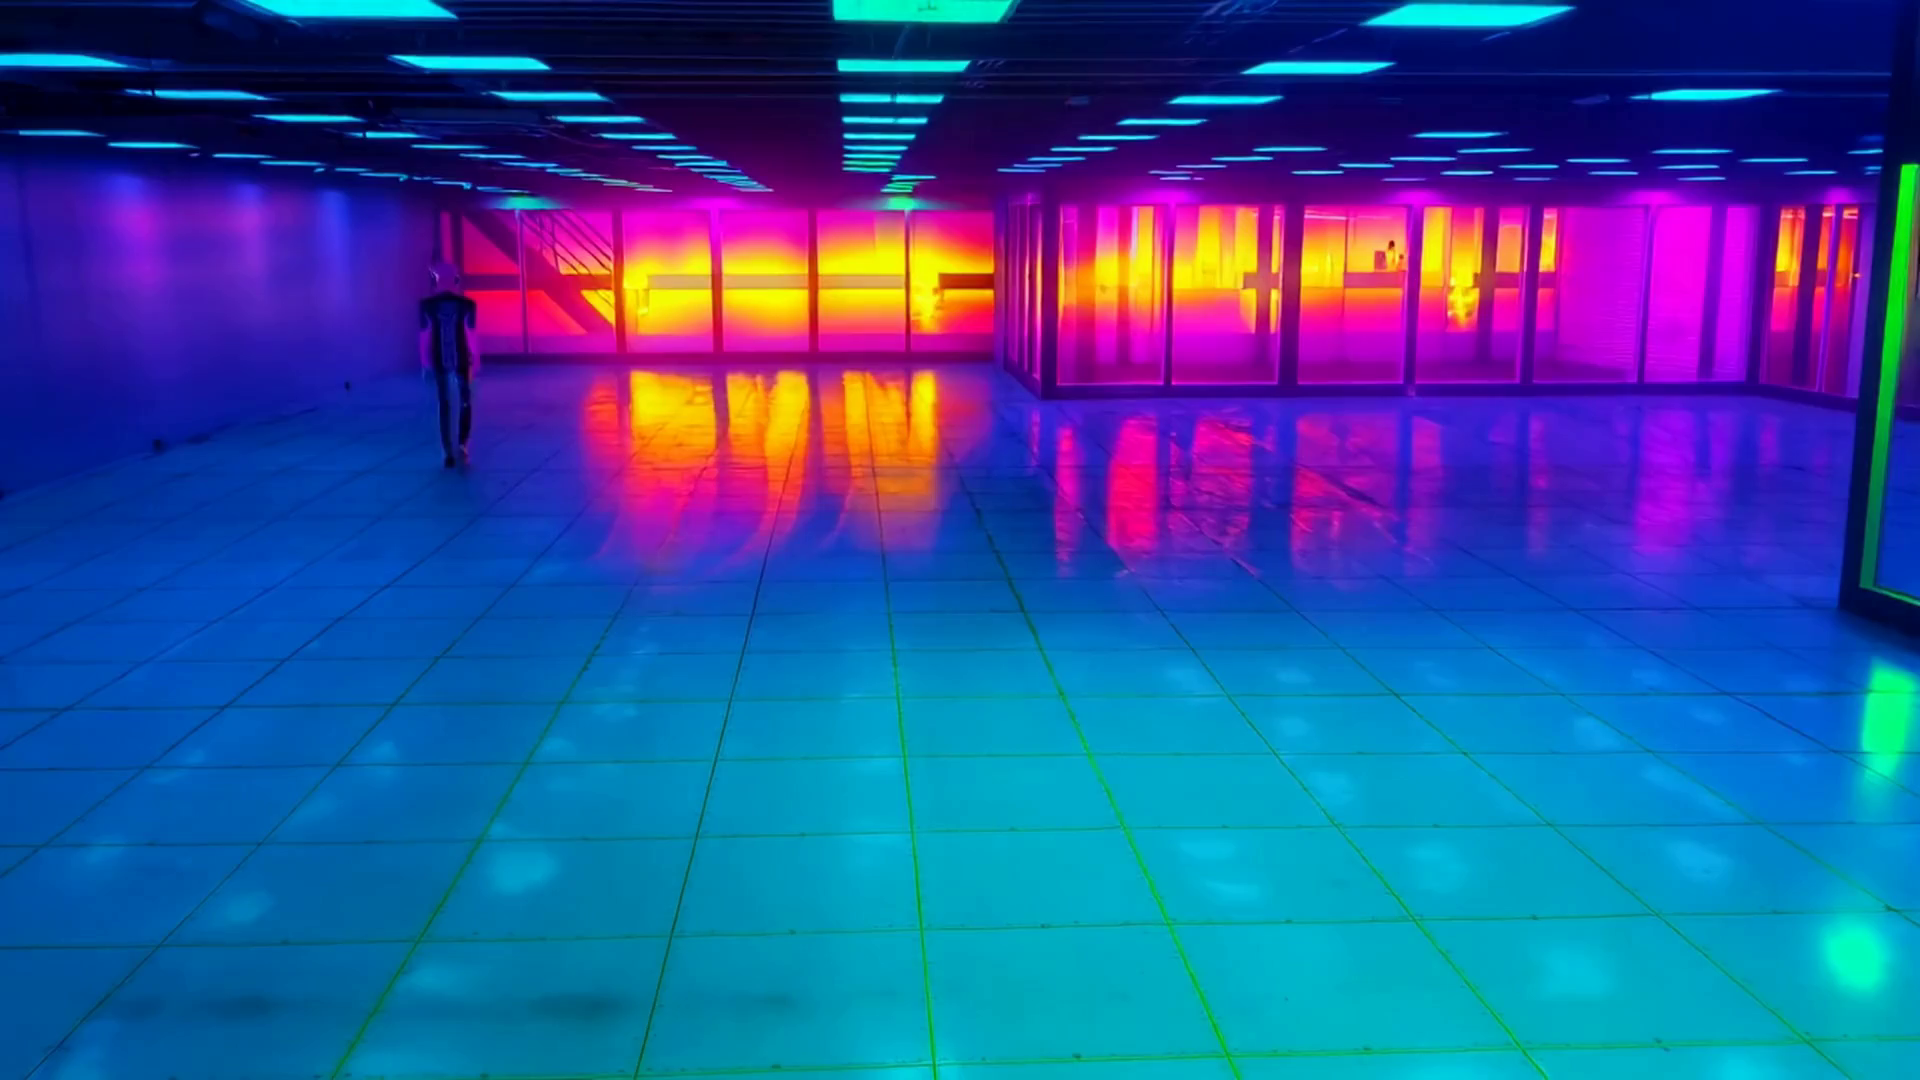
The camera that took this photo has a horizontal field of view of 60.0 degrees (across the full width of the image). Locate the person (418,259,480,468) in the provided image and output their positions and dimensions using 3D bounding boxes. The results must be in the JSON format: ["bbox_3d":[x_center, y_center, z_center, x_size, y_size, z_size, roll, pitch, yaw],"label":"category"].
[{"bbox_3d":[-4.482,-1.521,14.567,0.521,1.856,0.548,-2,11,-12],"label":"person"}]
